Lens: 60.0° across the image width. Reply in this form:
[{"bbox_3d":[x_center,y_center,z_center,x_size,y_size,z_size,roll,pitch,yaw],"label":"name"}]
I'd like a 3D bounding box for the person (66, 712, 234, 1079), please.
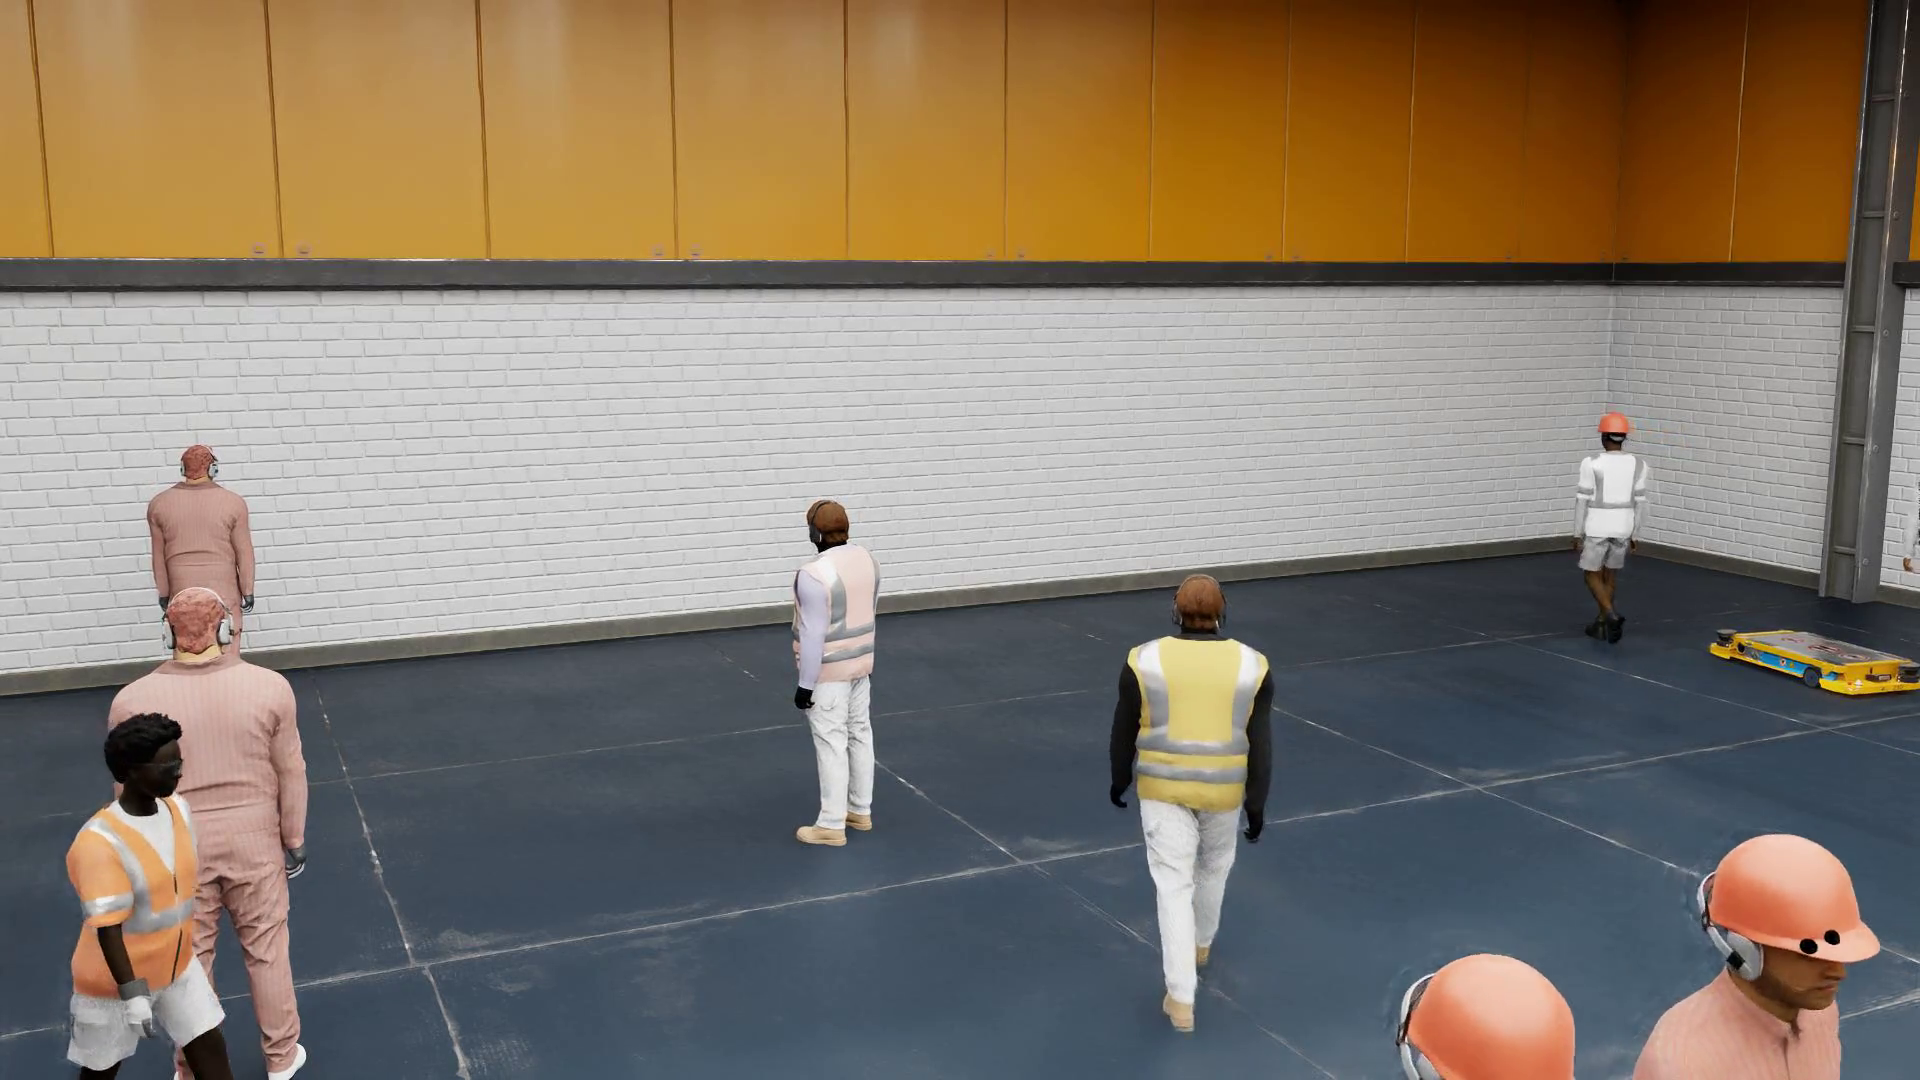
[{"bbox_3d":[-2.500,1.367,5.254,0.881,1.654,0.542,2,9,15],"label":"person"}]

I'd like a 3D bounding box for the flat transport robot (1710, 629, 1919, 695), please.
[{"bbox_3d":[6.424,0.892,12.512,0.652,0.197,1.431,-3,10,-16],"label":"flat transport robot"}]

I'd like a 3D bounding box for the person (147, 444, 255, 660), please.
[{"bbox_3d":[-5.017,0.312,11.084,0.642,1.900,0.403,-2,9,-10],"label":"person"}]

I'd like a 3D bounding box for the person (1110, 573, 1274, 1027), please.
[{"bbox_3d":[0.950,1.025,6.956,0.643,1.790,0.940,0,9,0],"label":"person"}]

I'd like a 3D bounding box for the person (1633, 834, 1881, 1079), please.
[{"bbox_3d":[1.544,1.524,3.323,0.615,1.979,0.464,-5,11,-30],"label":"person"}]

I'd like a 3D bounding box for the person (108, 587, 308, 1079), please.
[{"bbox_3d":[-2.729,1.112,6.107,0.639,1.902,0.407,-4,10,-23],"label":"person"}]

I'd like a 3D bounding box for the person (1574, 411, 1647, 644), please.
[{"bbox_3d":[5.280,-0.085,13.492,0.549,1.916,0.749,0,9,-2],"label":"person"}]

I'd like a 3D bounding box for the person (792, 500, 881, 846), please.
[{"bbox_3d":[-0.677,0.700,8.852,0.430,1.841,0.623,5,11,30],"label":"person"}]

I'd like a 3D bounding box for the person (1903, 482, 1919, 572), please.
[{"bbox_3d":[7.617,0.086,12.820,0.626,1.778,0.934,3,10,17],"label":"person"}]

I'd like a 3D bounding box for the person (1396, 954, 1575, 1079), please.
[{"bbox_3d":[0.849,1.621,2.806,0.652,1.934,0.967,-5,10,-27],"label":"person"}]
